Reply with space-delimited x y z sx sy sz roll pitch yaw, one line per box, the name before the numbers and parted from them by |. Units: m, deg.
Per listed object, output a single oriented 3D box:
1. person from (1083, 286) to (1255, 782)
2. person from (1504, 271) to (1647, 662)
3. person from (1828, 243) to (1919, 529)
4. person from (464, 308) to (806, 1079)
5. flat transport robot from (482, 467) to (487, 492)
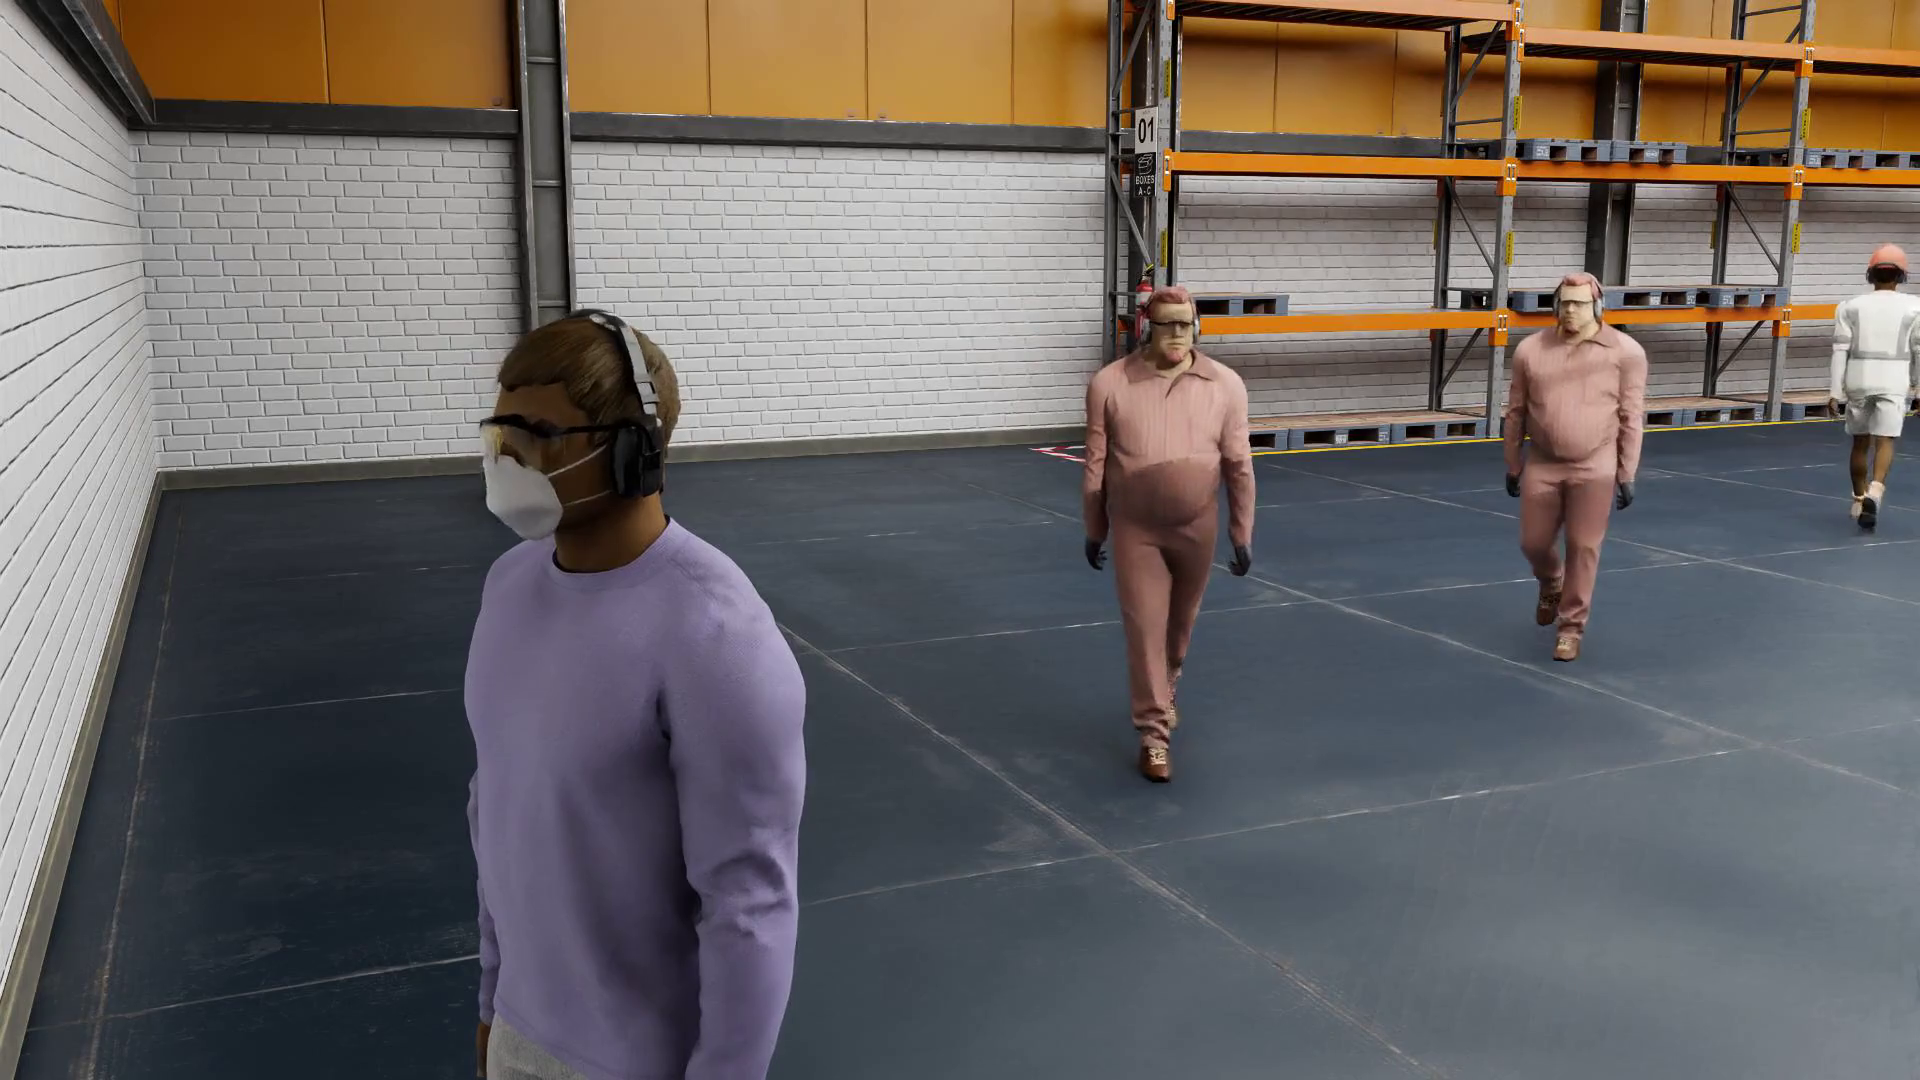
person | 0.818 -0.075 6.592 0.658 1.861 0.986 0 10 -2
person | 3.019 -0.376 8.198 0.653 1.887 0.615 6 12 32
person | 6.510 -1.086 11.816 0.622 2.024 0.917 7 12 33
person | -0.458 0.671 2.207 0.372 1.940 0.632 -10 14 -44
flat transport robot | -3.321 -0.415 12.902 0.652 0.197 1.431 -4 11 -20
